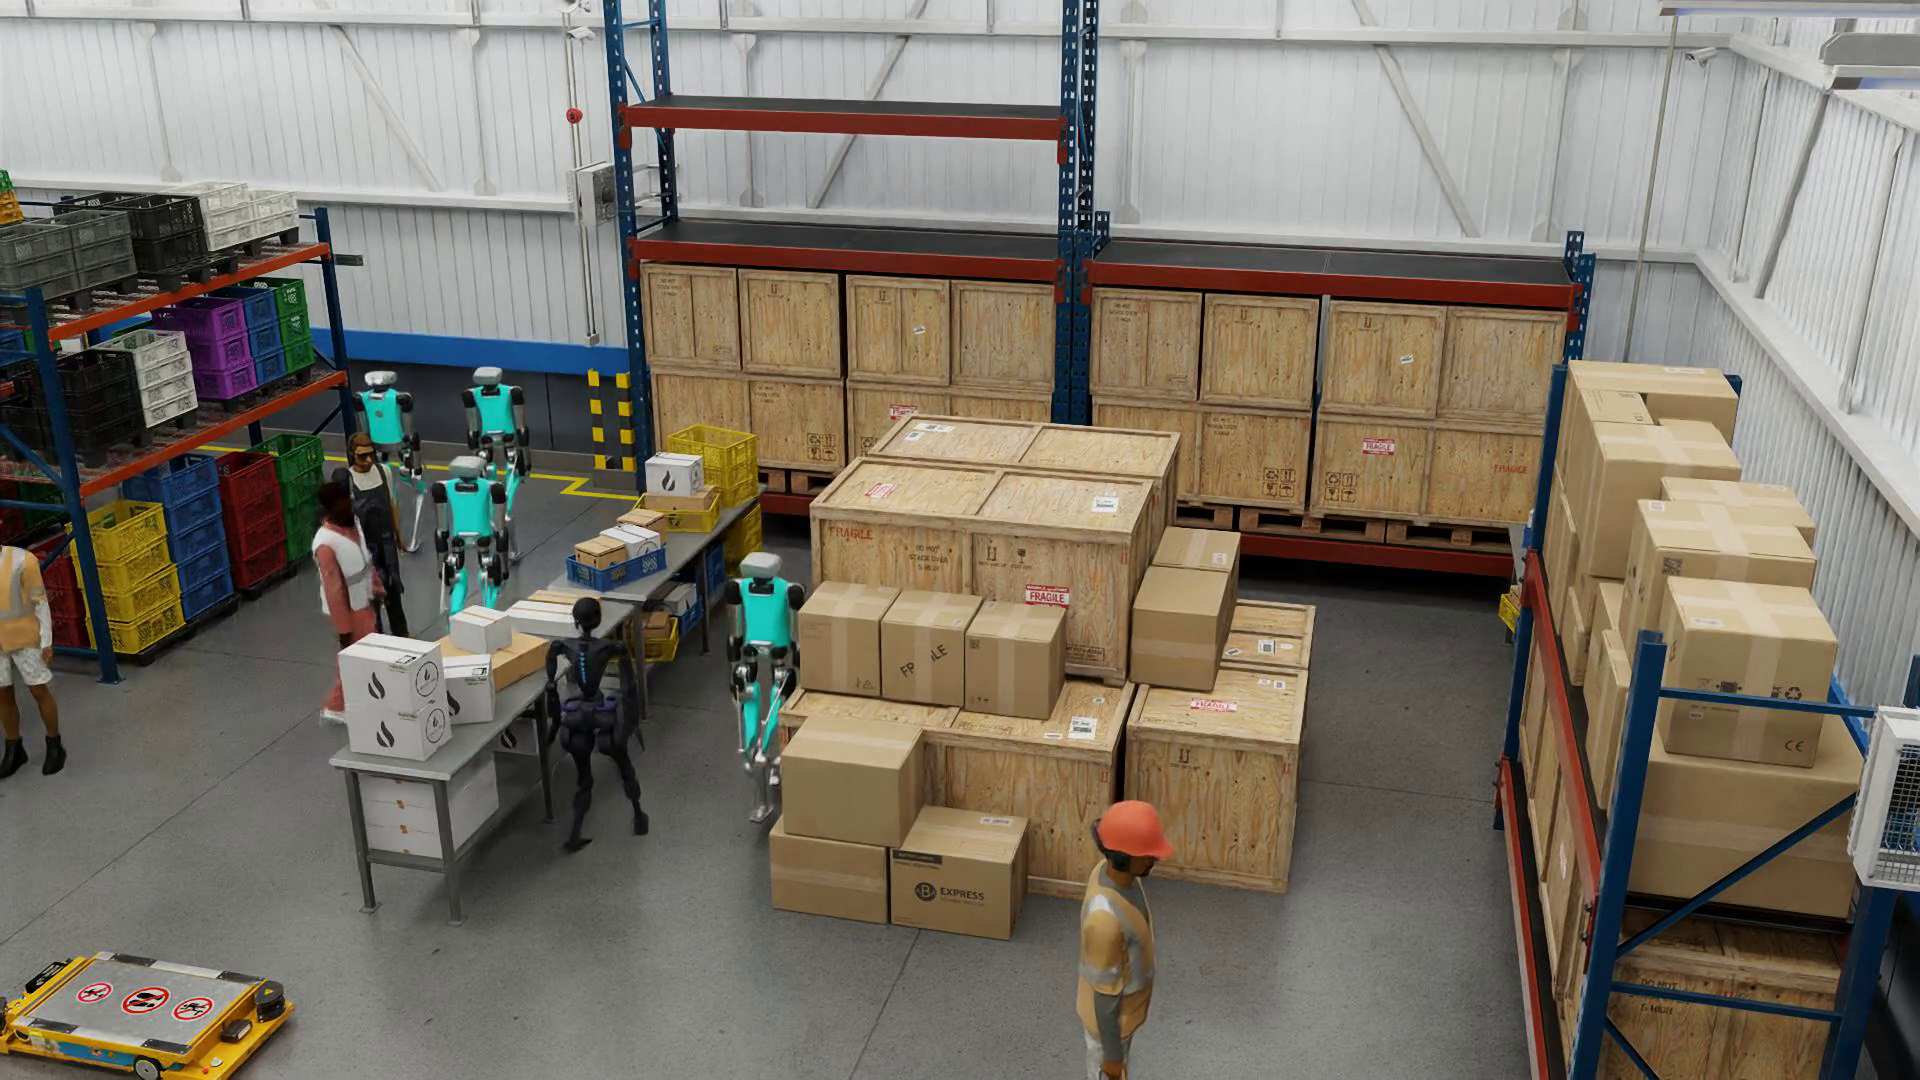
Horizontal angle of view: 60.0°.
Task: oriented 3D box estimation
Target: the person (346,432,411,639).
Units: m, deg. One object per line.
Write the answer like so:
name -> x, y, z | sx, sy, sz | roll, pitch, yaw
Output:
person -> -4.498, 0.045, 12.737 | 0.345, 1.837, 0.508 | 14, 25, 32

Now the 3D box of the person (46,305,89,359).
person -> -9.675, -1.970, 18.008 | 0.566, 1.836, 0.385 | -6, 22, -16

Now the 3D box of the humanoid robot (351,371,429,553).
humanoid robot -> -4.967, -0.689, 14.786 | 0.530, 1.785, 0.731 | 1, 21, 4

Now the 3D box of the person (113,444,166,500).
person -> -7.669, -0.931, 15.424 | 0.502, 1.723, 0.505 | 6, 22, 14

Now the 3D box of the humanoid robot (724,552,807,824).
humanoid robot -> -1.269, 0.998, 10.419 | 0.543, 1.748, 1.022 | 5, 21, 13

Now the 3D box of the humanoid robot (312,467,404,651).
humanoid robot -> -4.472, 0.260, 12.385 | 0.591, 1.656, 0.365 | -9, 23, -23

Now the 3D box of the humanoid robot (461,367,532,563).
humanoid robot -> -4.044, -0.580, 14.514 | 0.553, 1.793, 0.729 | -1, 21, -3

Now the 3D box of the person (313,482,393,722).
person -> -4.224, 0.458, 11.603 | 0.657, 1.876, 0.667 | -2, 21, -5

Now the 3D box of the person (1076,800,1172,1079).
person -> 0.696, 2.040, 7.229 | 0.373, 2.043, 0.604 | 4, 21, 9

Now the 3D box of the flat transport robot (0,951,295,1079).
flat transport robot -> -4.270, 2.464, 8.601 | 1.431, 0.231, 0.659 | 5, 22, 13

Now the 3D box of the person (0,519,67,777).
person -> -6.288, 0.663, 10.977 | 0.550, 1.934, 0.371 | -3, 21, -7

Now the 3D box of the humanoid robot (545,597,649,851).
humanoid robot -> -2.246, 1.119, 10.206 | 0.610, 1.637, 0.512 | 0, 21, 0

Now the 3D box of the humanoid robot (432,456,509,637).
humanoid robot -> -3.586, 0.320, 12.191 | 0.550, 1.801, 0.768 | -2, 21, -4
